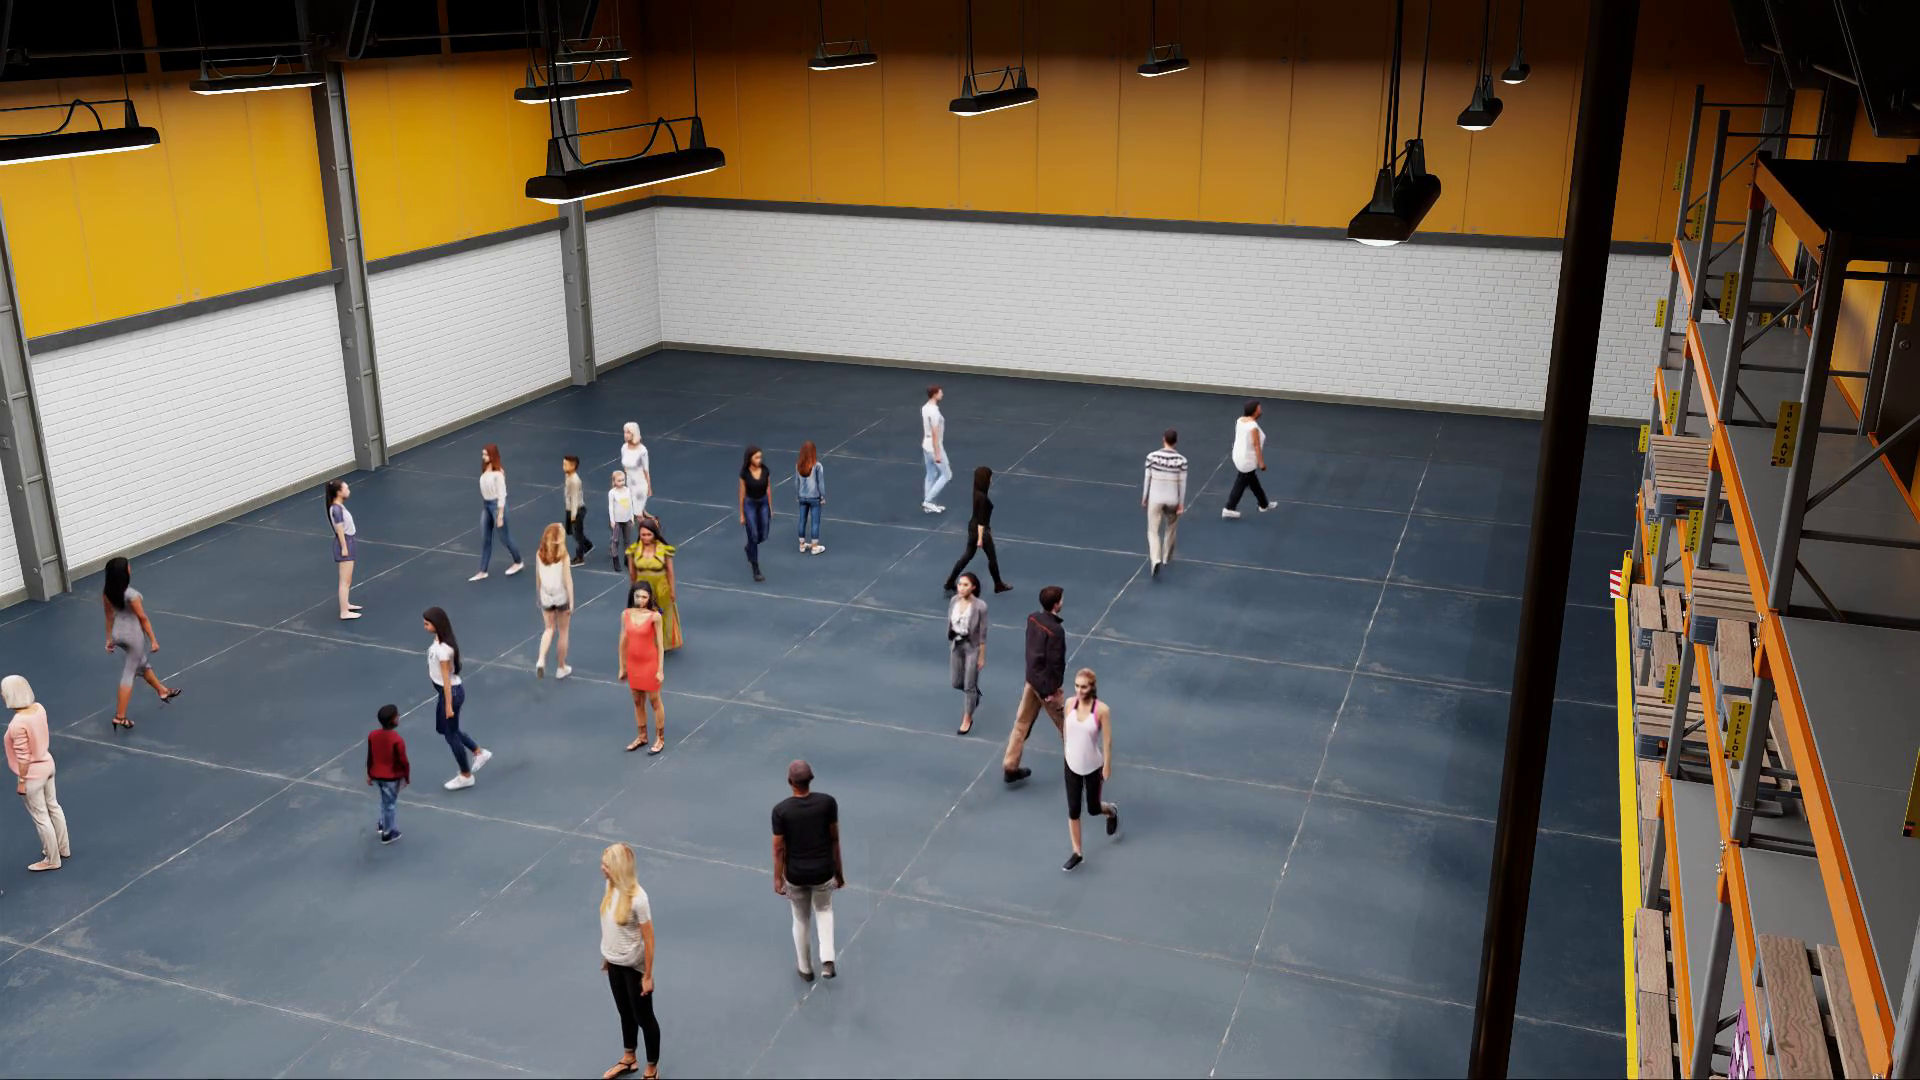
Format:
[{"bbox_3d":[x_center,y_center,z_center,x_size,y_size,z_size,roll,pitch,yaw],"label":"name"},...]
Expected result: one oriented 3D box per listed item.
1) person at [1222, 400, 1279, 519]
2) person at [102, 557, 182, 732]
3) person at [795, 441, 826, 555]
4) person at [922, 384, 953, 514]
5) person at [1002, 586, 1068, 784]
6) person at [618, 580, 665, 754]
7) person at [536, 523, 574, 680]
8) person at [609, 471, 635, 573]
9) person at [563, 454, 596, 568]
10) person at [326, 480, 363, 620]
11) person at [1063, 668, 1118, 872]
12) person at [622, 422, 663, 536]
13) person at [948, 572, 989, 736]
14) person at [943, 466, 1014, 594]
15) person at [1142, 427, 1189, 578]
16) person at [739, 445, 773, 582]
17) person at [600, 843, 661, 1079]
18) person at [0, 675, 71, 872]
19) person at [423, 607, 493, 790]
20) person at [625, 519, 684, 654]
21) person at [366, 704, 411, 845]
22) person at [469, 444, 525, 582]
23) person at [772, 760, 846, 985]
[{"bbox_3d":[3.902,-1.081,22.885,1.077,1.641,1.140,-4,19,-11],"label":"person"},{"bbox_3d":[-8.248,1.058,16.374,0.683,1.742,1.094,9,20,24],"label":"person"},{"bbox_3d":[-1.956,-0.555,21.587,0.582,1.471,0.507,8,20,23],"label":"person"},{"bbox_3d":[-0.448,-1.240,23.038,0.863,1.844,0.792,-7,20,-19],"label":"person"},{"bbox_3d":[0.688,1.366,15.266,1.356,1.865,1.138,-14,23,-35],"label":"person"},{"bbox_3d":[-3.042,1.208,15.972,0.612,1.714,0.558,7,20,21],"label":"person"},{"bbox_3d":[-4.289,0.693,17.459,0.649,1.741,0.876,4,19,12],"label":"person"},{"bbox_3d":[-4.288,-0.266,21.032,0.546,1.279,0.629,-15,24,-38],"label":"person"},{"bbox_3d":[-4.821,-0.386,21.111,0.805,1.455,0.739,-11,22,-31],"label":"person"},{"bbox_3d":[-7.197,0.098,19.375,0.720,1.646,0.636,-6,20,-18],"label":"person"},{"bbox_3d":[1.093,1.870,13.926,0.753,1.765,1.042,12,22,32],"label":"person"},{"bbox_3d":[-4.141,-0.708,21.643,0.680,1.726,0.948,9,20,24],"label":"person"},{"bbox_3d":[0.121,1.092,16.392,0.715,1.666,0.828,12,22,32],"label":"person"},{"bbox_3d":[0.145,-0.080,19.966,1.071,1.606,1.089,-6,19,-16],"label":"person"},{"bbox_3d":[2.540,-0.473,20.755,0.905,1.847,1.178,1,19,3],"label":"person"},{"bbox_3d":[-2.570,-0.364,20.639,0.895,1.716,0.936,-8,20,-22],"label":"person"},{"bbox_3d":[-2.182,2.812,11.039,0.680,1.823,0.654,16,24,39],"label":"person"},{"bbox_3d":[-7.701,1.919,13.844,0.736,1.726,0.599,-1,19,-3],"label":"person"},{"bbox_3d":[-4.583,1.430,15.256,0.867,1.751,0.808,-7,20,-21],"label":"person"},{"bbox_3d":[-3.327,0.548,18.098,1.130,1.609,1.407,-3,19,-8],"label":"person"},{"bbox_3d":[-4.951,2.035,14.260,0.524,1.241,0.519,6,20,17],"label":"person"},{"bbox_3d":[-5.698,-0.362,20.649,0.820,1.704,1.048,16,24,39],"label":"person"},{"bbox_3d":[-1.079,2.473,12.094,0.883,1.793,0.950,-5,19,-14],"label":"person"}]
